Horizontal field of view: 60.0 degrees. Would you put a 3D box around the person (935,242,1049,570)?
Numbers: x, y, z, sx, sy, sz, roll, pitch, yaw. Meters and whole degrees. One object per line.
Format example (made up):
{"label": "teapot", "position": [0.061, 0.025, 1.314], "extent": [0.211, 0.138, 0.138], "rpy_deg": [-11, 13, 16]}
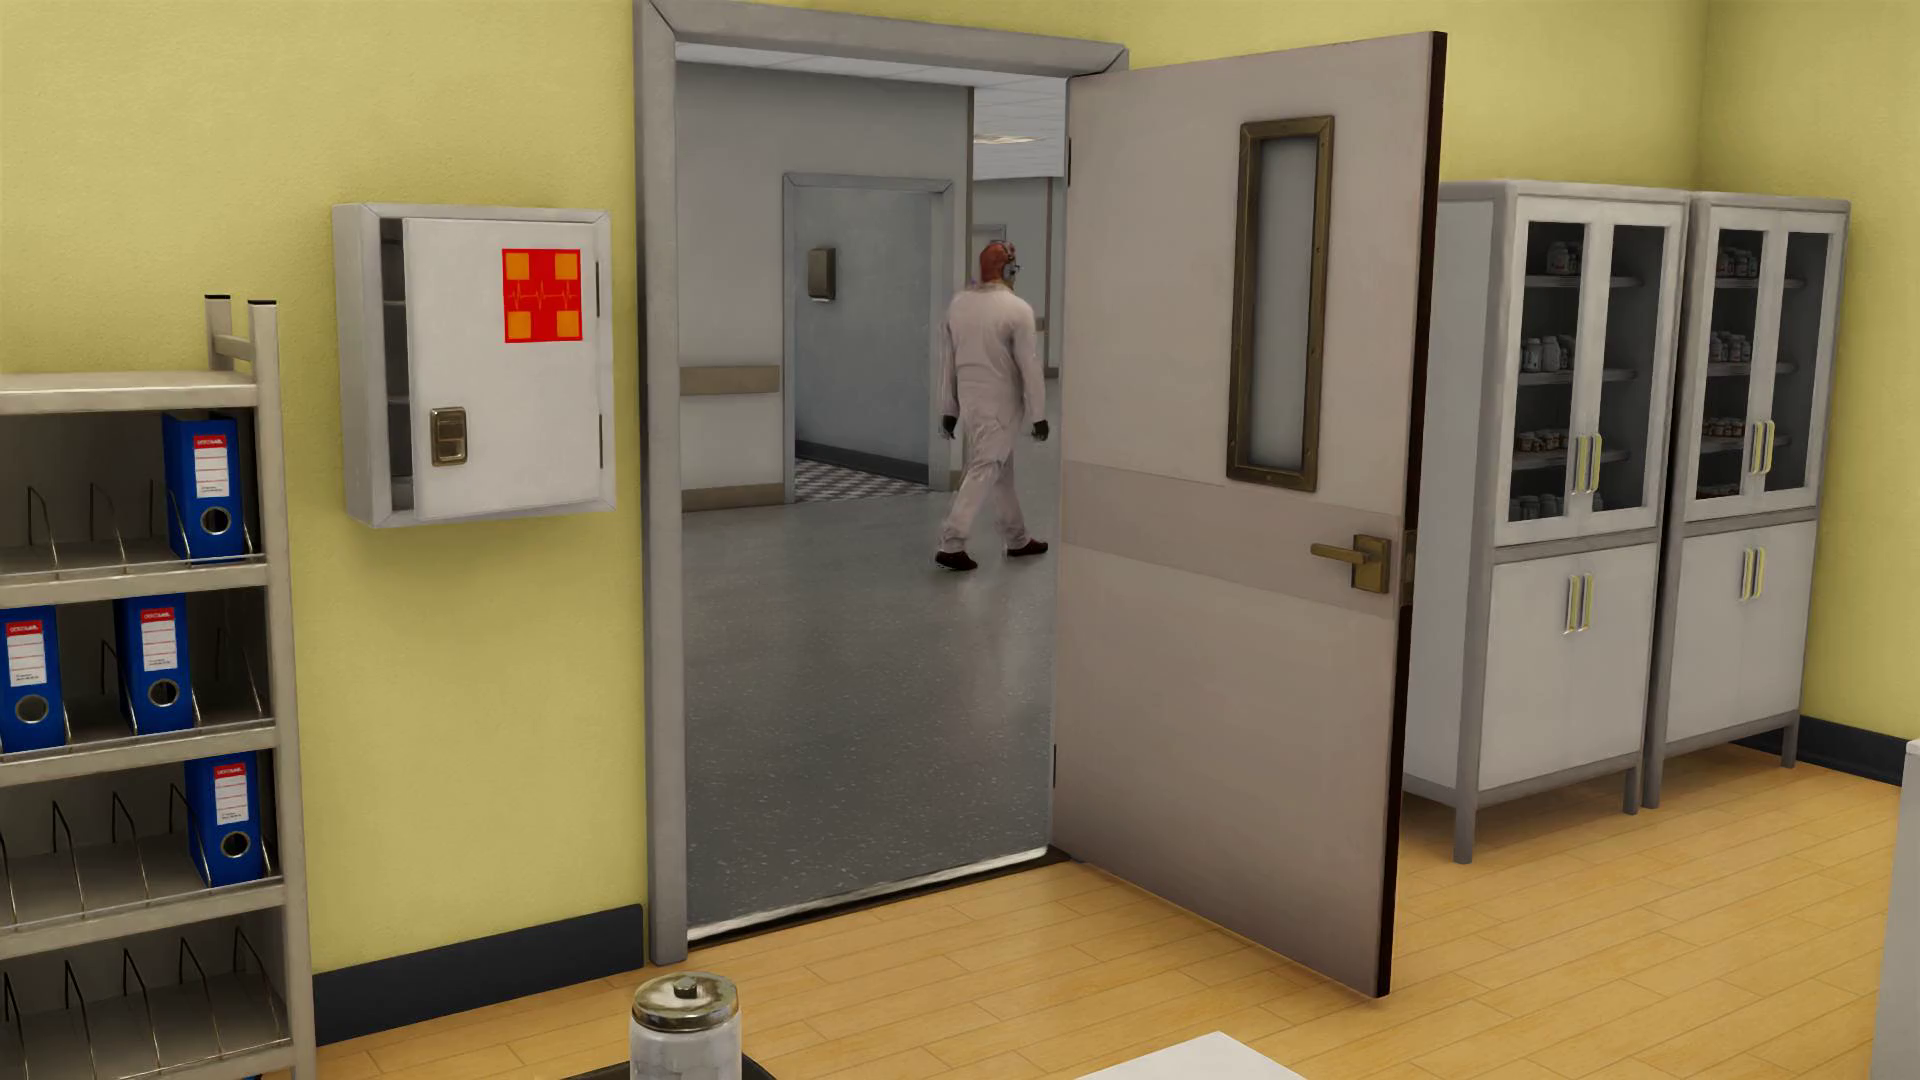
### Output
{"label": "person", "position": [0.192, -0.766, 9.518], "extent": [0.984, 1.862, 0.660], "rpy_deg": [-7, 13, -41]}
